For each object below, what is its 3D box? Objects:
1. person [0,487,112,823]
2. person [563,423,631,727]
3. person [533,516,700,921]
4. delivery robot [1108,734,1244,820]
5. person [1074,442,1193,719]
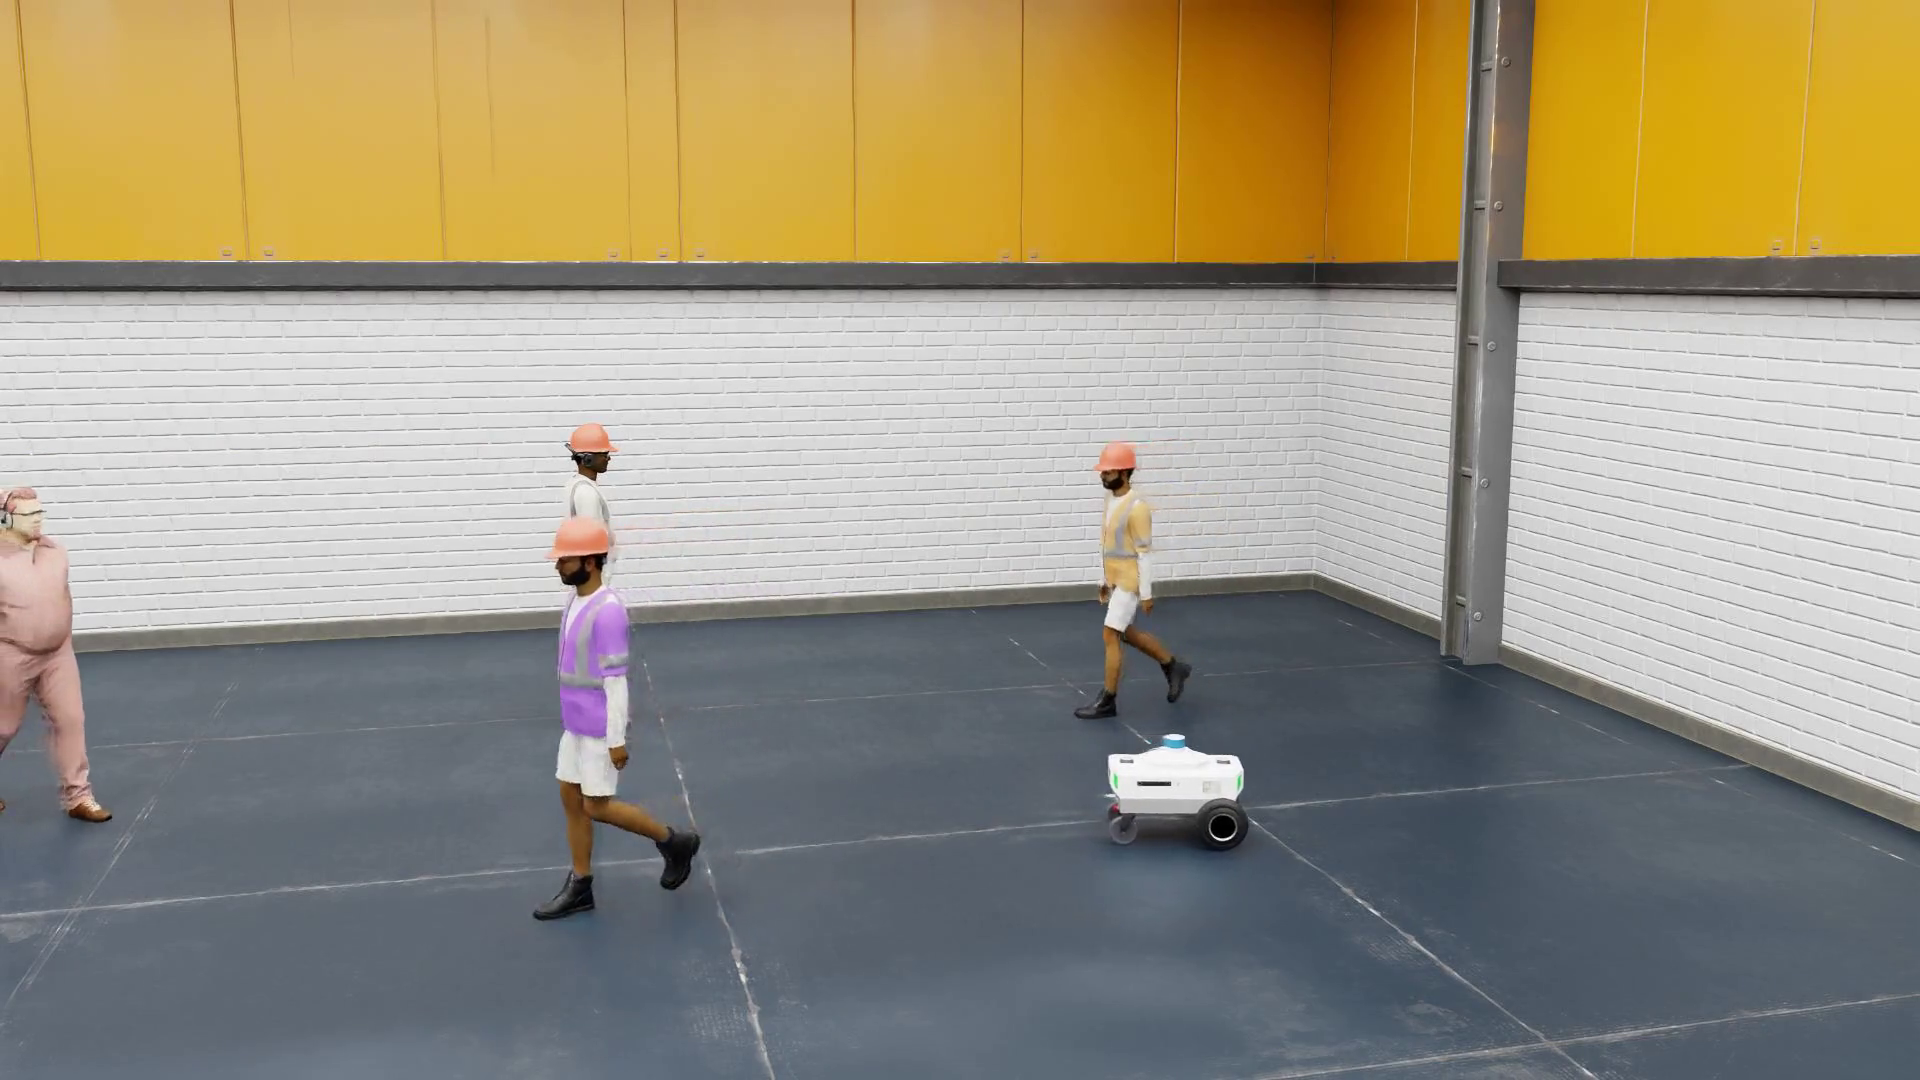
[{"bbox_3d":[-5.192,0.629,9.205,0.939,1.871,0.646,4,10,25],"label":"person"},{"bbox_3d":[-2.447,0.240,11.114,0.371,2.044,0.607,-4,10,-23],"label":"person"},{"bbox_3d":[-1.656,0.828,7.845,0.717,1.919,0.549,-5,10,-29],"label":"person"},{"bbox_3d":[1.149,1.287,8.920,0.707,0.478,0.477,0,9,2],"label":"delivery robot"},{"bbox_3d":[1.212,0.265,11.378,0.841,1.912,0.549,-3,9,-15],"label":"person"}]
